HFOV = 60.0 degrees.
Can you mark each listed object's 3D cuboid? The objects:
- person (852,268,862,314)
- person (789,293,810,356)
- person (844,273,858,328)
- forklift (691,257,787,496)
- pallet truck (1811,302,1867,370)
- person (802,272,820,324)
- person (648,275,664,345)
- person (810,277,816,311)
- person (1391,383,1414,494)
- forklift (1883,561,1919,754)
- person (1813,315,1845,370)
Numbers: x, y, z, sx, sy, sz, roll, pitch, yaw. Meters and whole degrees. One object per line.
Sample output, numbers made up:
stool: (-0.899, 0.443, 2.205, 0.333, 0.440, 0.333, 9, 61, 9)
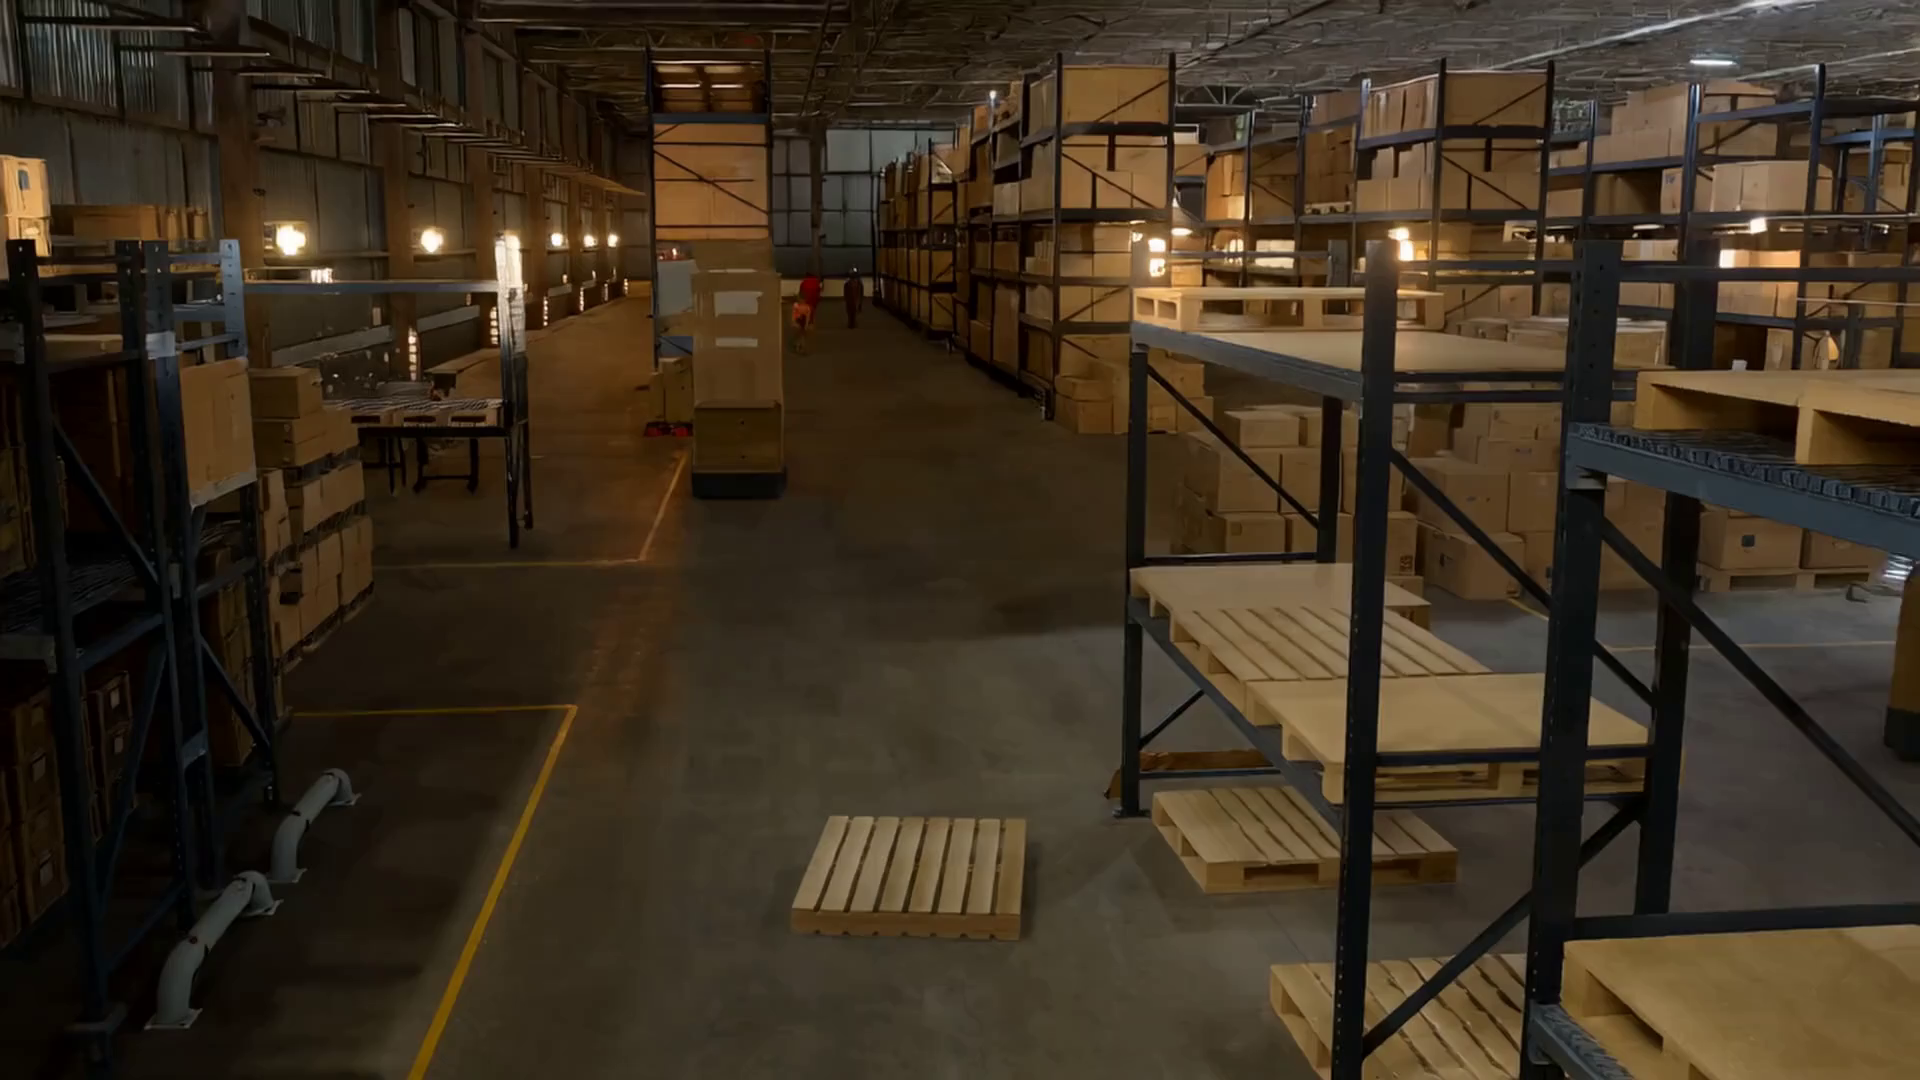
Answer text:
person: (-4.278, -10.150, 67.936, 0.651, 1.881, 0.962, 3, 11, 14)
person: (-4.262, -5.676, 43.762, 0.545, 1.644, 0.890, -10, 14, -43)
person: (-3.814, -8.307, 57.661, 0.407, 1.910, 0.638, 6, 12, 30)
forklift: (-2.692, -2.023, 20.143, 1.129, 2.768, 1.873, -1, 10, -6)
pallet truck: (15.846, -3.142, 28.793, 1.885, 1.965, 0.823, 2, 10, 12)
person: (-5.411, -8.767, 60.245, 0.685, 1.887, 0.559, -2, 10, -11)
person: (-8.816, -6.662, 48.166, 0.394, 2.044, 0.609, 4, 11, 20)
person: (-6.314, -10.521, 70.721, 0.537, 1.616, 0.627, 1, 10, 5)
person: (5.266, -1.522, 20.005, 0.369, 1.929, 0.542, -7, 12, -32)
forklift: (6.346, -0.184, 9.954, 1.129, 2.768, 1.873, 7, 12, 34)
person: (13.123, -2.444, 25.174, 0.397, 1.911, 0.587, 10, 14, 43)
